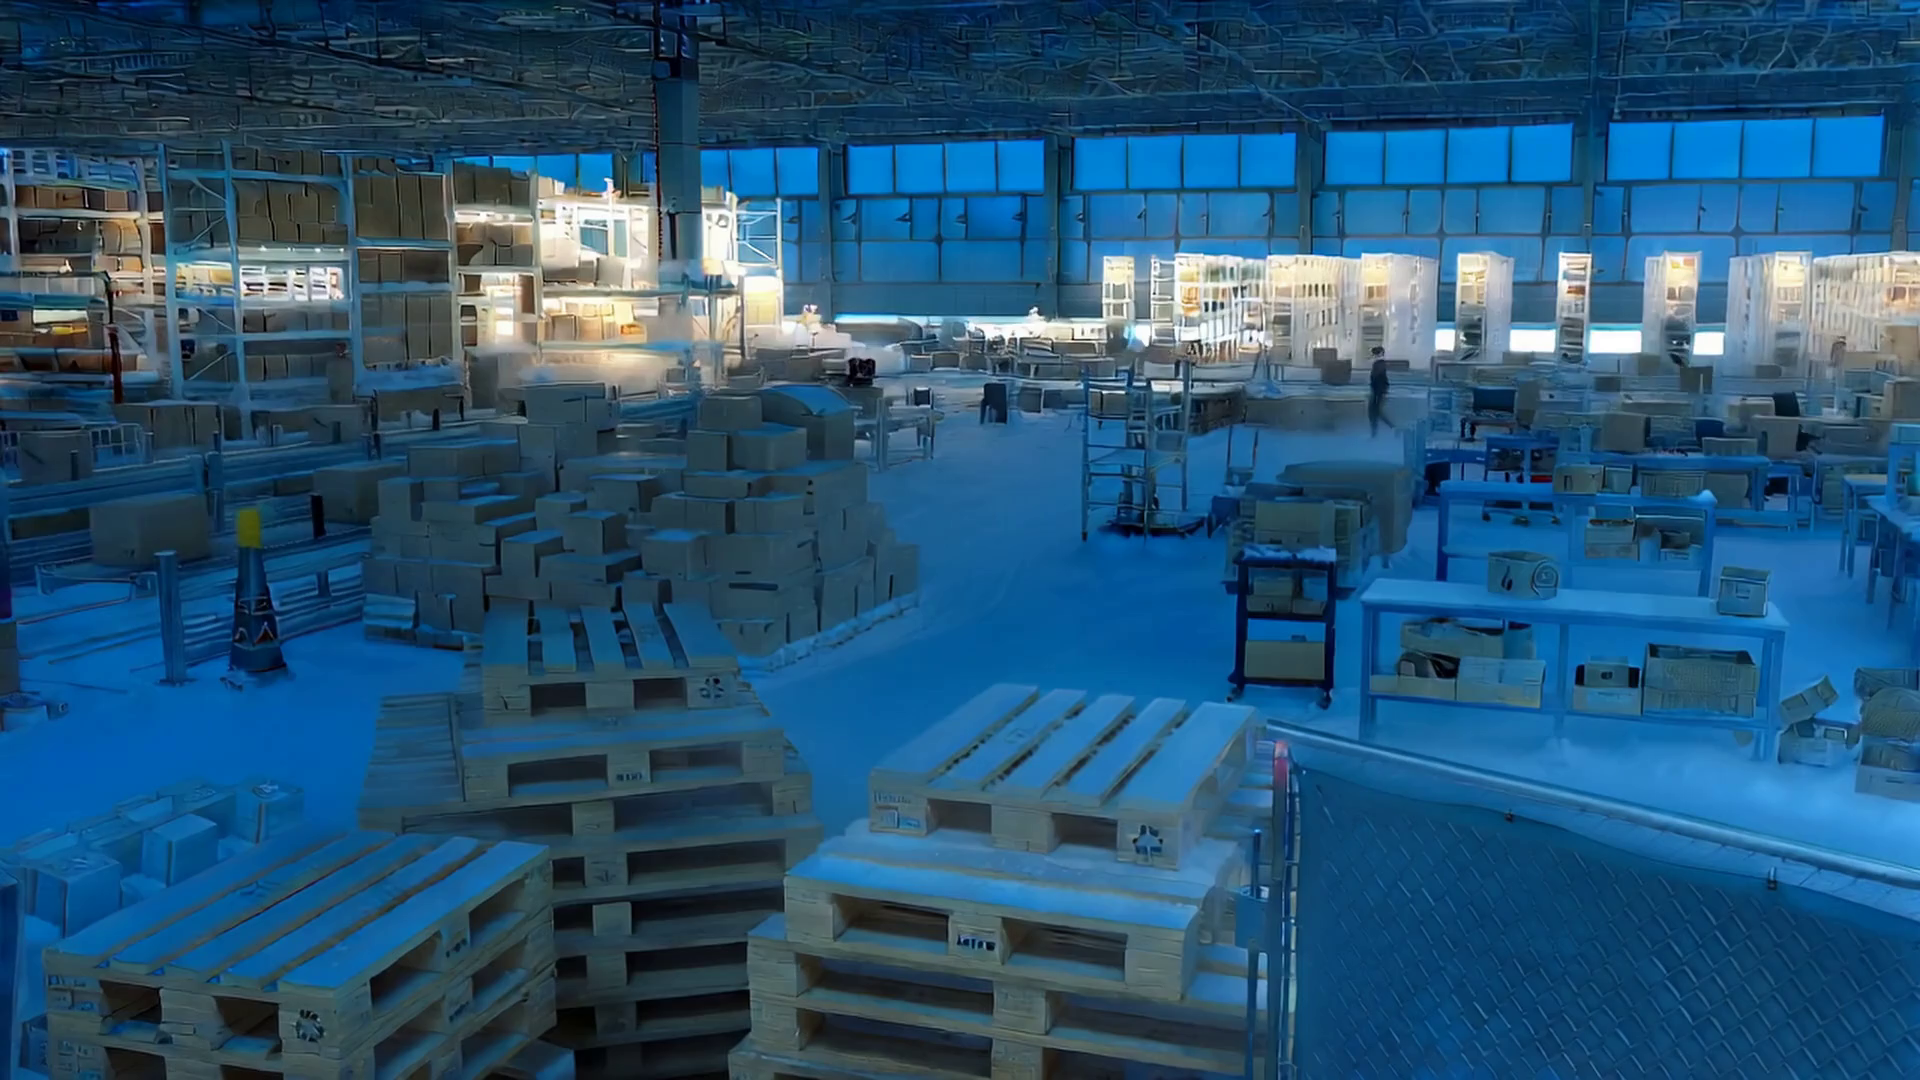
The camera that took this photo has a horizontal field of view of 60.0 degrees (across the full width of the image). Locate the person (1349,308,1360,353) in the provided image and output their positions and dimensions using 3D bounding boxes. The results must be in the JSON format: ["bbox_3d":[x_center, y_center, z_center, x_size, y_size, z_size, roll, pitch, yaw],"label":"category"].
[{"bbox_3d":[14.526,-7.609,61.096,0.389,1.847,0.563,8,12,41],"label":"person"}]

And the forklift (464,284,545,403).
[{"bbox_3d":[-10.832,-4.702,39.610,1.129,2.768,1.873,3,10,20],"label":"forklift"}]

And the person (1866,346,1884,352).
[{"bbox_3d":[21.137,-4.034,38.479,0.400,1.903,0.645,5,10,27],"label":"person"}]

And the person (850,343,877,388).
[{"bbox_3d":[-1.950,-3.093,33.240,0.558,1.672,0.621,1,9,6],"label":"person"}]

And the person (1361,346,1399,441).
[{"bbox_3d":[7.705,-2.674,30.404,0.662,1.747,0.531,-1,9,-6],"label":"person"}]

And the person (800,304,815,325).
[{"bbox_3d":[-5.882,-8.205,64.702,0.604,1.885,0.998,-4,10,-23],"label":"person"}]

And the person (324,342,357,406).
[{"bbox_3d":[-10.913,-2.560,29.380,0.993,1.863,0.639,6,11,33],"label":"person"}]

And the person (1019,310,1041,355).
[{"bbox_3d":[2.113,-6.007,50.644,0.623,1.974,0.608,3,10,19],"label":"person"}]

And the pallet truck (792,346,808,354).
[{"bbox_3d":[-3.705,-4.298,42.022,0.653,1.274,1.630,3,10,20],"label":"pallet truck"}]

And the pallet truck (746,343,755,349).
[{"bbox_3d":[-6.183,-4.618,44.264,1.601,1.201,0.680,-9,12,-43],"label":"pallet truck"}]

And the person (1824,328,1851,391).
[{"bbox_3d":[20.569,-4.083,39.090,0.649,1.814,0.603,0,9,-3],"label":"person"}]
